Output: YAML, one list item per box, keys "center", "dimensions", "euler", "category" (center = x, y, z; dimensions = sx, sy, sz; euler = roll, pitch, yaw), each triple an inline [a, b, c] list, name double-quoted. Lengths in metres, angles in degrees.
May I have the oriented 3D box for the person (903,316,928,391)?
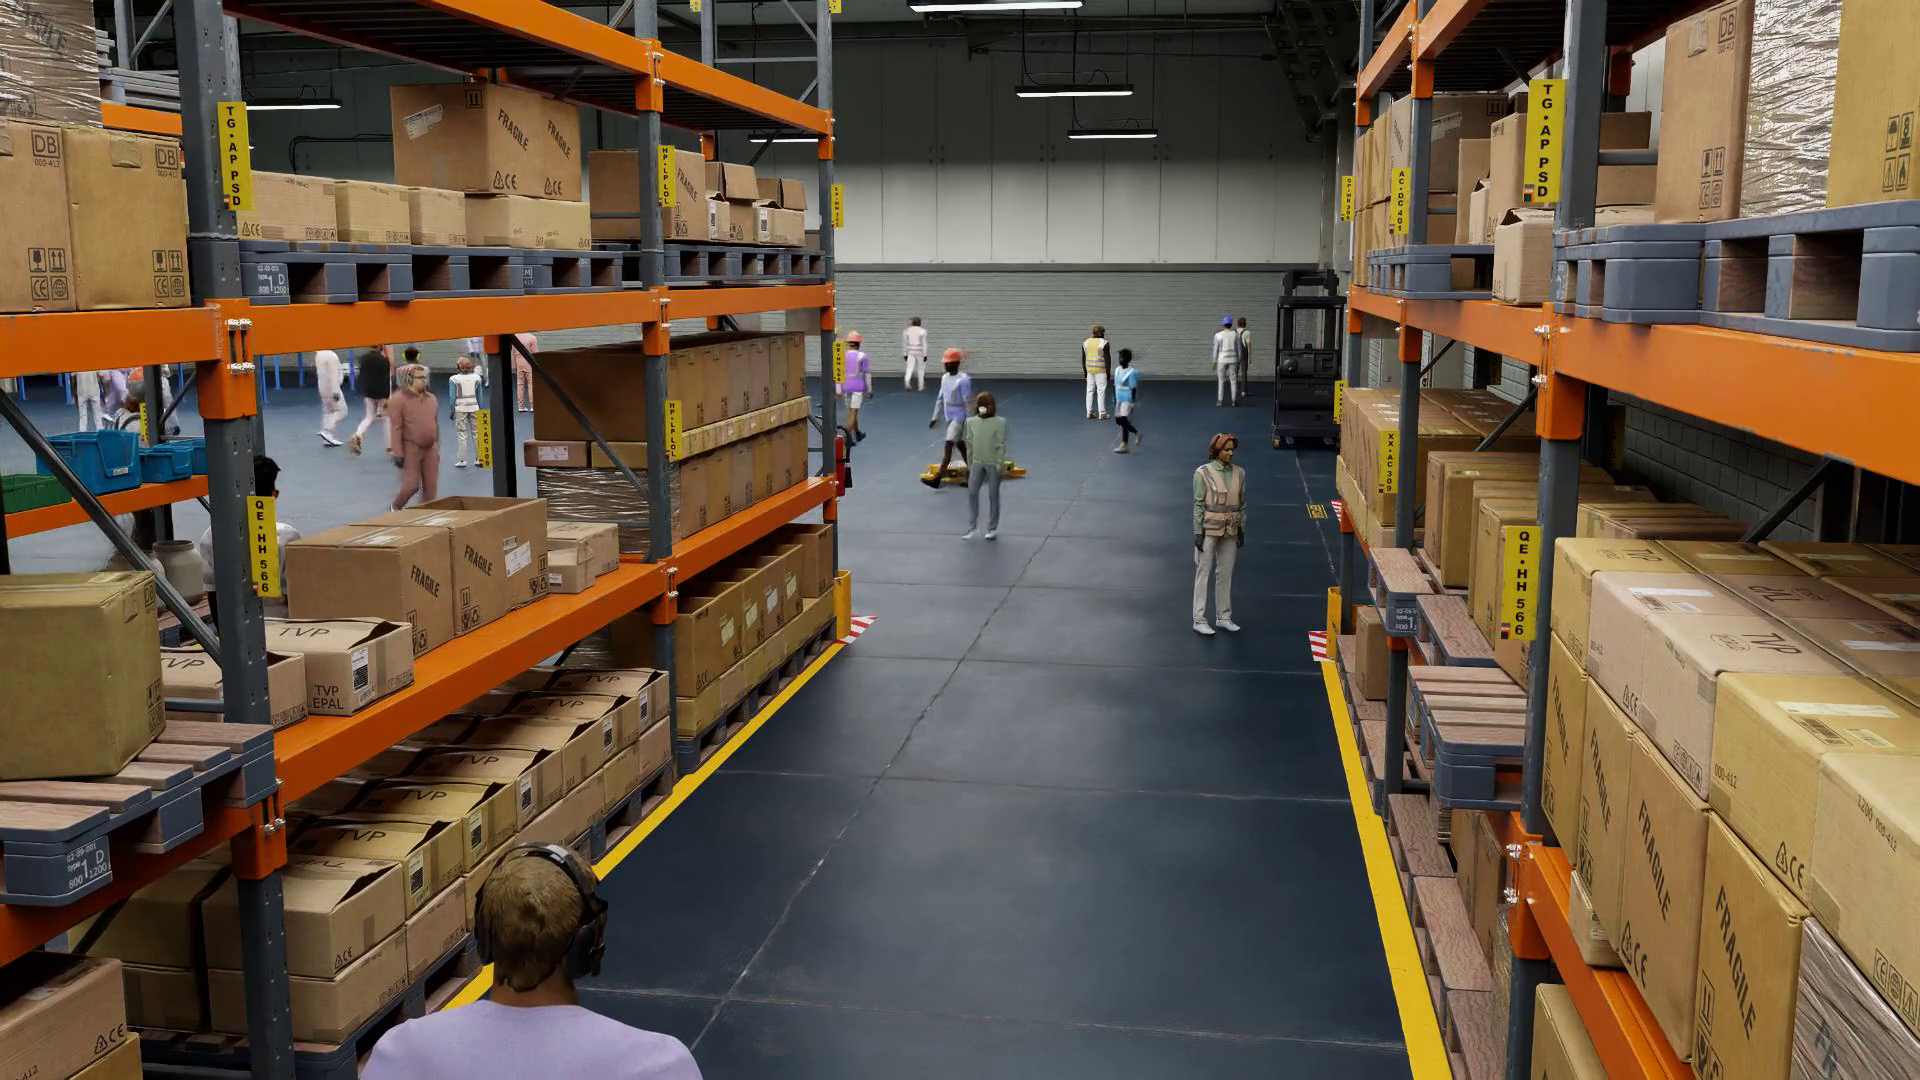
- center: [-1.093, -4.534, 40.481]
  dimensions: [0.631, 1.819, 0.804]
  euler: [3, 10, 19]
  category: "person"

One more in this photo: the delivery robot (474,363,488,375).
- center: [-12.317, -4.304, 42.767]
  dimensions: [0.707, 0.478, 0.477]
  euler: [5, 10, 31]
  category: "delivery robot"

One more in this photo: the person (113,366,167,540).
- center: [-7.519, -0.591, 15.455]
  dimensions: [0.378, 2.040, 0.614]
  euler: [2, 9, 13]
  category: "person"

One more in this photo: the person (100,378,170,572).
- center: [-7.244, -0.432, 14.613]
  dimensions: [0.696, 2.000, 0.840]
  euler: [9, 13, 44]
  category: "person"

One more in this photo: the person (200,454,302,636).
- center: [-3.695, 0.520, 8.844]
  dimensions: [0.604, 1.964, 0.367]
  euler: [2, 9, 13]
  category: "person"

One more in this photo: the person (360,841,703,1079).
- center: [-0.733, 1.482, 2.991]
  dimensions: [0.635, 1.937, 0.354]
  euler: [1, 9, 6]
  category: "person"

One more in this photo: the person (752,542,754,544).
- center: [-1.791, -0.361, 14.654]
  dimensions: [0.373, 1.840, 0.570]
  euler: [2, 9, 11]
  category: "person"

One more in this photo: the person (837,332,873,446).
- center: [-1.743, -2.543, 27.953]
  dimensions: [0.550, 1.884, 0.988]
  euler: [4, 10, 24]
  category: "person"

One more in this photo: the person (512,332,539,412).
- center: [-8.961, -3.604, 34.444]
  dimensions: [0.641, 1.913, 0.407]
  euler: [4, 10, 21]
  category: "person"

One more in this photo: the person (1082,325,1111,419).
- center: [2.725, -3.324, 32.936]
  dimensions: [0.631, 1.839, 0.428]
  euler: [7, 12, 37]
  category: "person"

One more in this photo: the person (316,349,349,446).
- center: [-10.464, -2.503, 27.718]
  dimensions: [0.418, 1.887, 0.669]
  euler: [-7, 12, -38]
  category: "person"

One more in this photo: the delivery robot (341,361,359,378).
- center: [-16.218, -4.487, 43.904]
  dimensions: [0.707, 0.478, 0.477]
  euler: [4, 10, 24]
  category: "delivery robot"

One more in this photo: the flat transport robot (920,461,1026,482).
- center: [0.186, -0.992, 23.508]
  dimensions: [1.431, 0.197, 0.652]
  euler: [-8, 12, -40]
  category: "flat transport robot"

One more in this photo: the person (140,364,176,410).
- center: [-16.321, -3.476, 33.733]
  dimensions: [0.972, 1.886, 0.560]
  euler: [3, 10, 16]
  category: "person"

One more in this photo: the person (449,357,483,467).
- center: [-7.368, -1.910, 24.832]
  dimensions: [0.523, 1.640, 0.306]
  euler: [-8, 12, -40]
  category: "person"

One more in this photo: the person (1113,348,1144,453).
- center: [2.730, -2.258, 26.828]
  dimensions: [0.562, 1.679, 0.541]
  euler: [-5, 10, -26]
  category: "person"

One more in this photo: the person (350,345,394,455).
- center: [-9.287, -2.320, 26.364]
  dimensions: [0.614, 1.967, 0.841]
  euler: [4, 10, 23]
  category: "person"

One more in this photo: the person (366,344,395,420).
- center: [-11.378, -3.367, 32.733]
  dimensions: [0.612, 1.991, 0.392]
  euler: [4, 10, 21]
  category: "person"

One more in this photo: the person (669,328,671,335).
- center: [-6.299, -3.746, 35.654]
  dimensions: [1.011, 1.805, 0.516]
  euler: [-7, 12, -39]
  category: "person"

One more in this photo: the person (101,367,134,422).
- center: [-16.329, -3.217, 32.221]
  dimensions: [0.983, 1.865, 0.655]
  euler: [1, 9, 4]
  category: "person"

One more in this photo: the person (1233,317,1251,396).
- center: [6.580, -4.301, 38.944]
  dimensions: [0.516, 1.843, 0.326]
  euler: [6, 11, 31]
  category: "person"

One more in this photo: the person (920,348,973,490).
- center: [-0.122, -1.628, 22.345]
  dimensions: [1.001, 1.883, 0.554]
  euler: [-5, 11, -30]
  category: "person"

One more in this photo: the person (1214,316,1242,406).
- center: [5.797, -3.878, 36.024]
  dimensions: [0.614, 1.944, 0.404]
  euler: [0, 9, 2]
  category: "person"

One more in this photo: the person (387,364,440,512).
- center: [-6.033, -1.003, 18.443]
  dimensions: [0.619, 1.892, 0.659]
  euler: [6, 11, 33]
  category: "person"

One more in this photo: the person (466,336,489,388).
- center: [-12.107, -4.758, 41.699]
  dimensions: [0.590, 1.874, 1.022]
  euler: [-7, 12, -38]
  category: "person"

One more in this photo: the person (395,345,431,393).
- center: [-8.004, -1.939, 24.427]
  dimensions: [0.532, 1.842, 0.764]
  euler: [-5, 10, -27]
  category: "person"

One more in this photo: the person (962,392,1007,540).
- center: [0.249, -0.789, 18.018]
  dimensions: [0.510, 1.613, 0.636]
  euler: [4, 10, 22]
  category: "person"

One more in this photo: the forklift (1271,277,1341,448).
- center: [5.847, -3.016, 27.970]
  dimensions: [1.129, 2.768, 1.873]
  euler: [1, 9, 9]
  category: "forklift"

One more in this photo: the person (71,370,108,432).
- center: [-13.868, -2.283, 26.477]
  dimensions: [0.510, 1.858, 0.332]
  euler: [-4, 10, -25]
  category: "person"

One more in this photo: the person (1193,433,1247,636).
- center: [2.084, -0.052, 13.406]
  dimensions: [0.508, 1.629, 0.315]
  euler: [-5, 10, -27]
  category: "person"

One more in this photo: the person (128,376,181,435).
- center: [-10.520, -1.568, 21.871]
  dimensions: [0.585, 1.912, 0.780]
  euler: [2, 10, 14]
  category: "person"

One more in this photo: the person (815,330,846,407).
- center: [-2.706, -3.740, 35.825]
  dimensions: [0.875, 1.729, 0.521]
  euler: [-8, 12, -41]
  category: "person"
